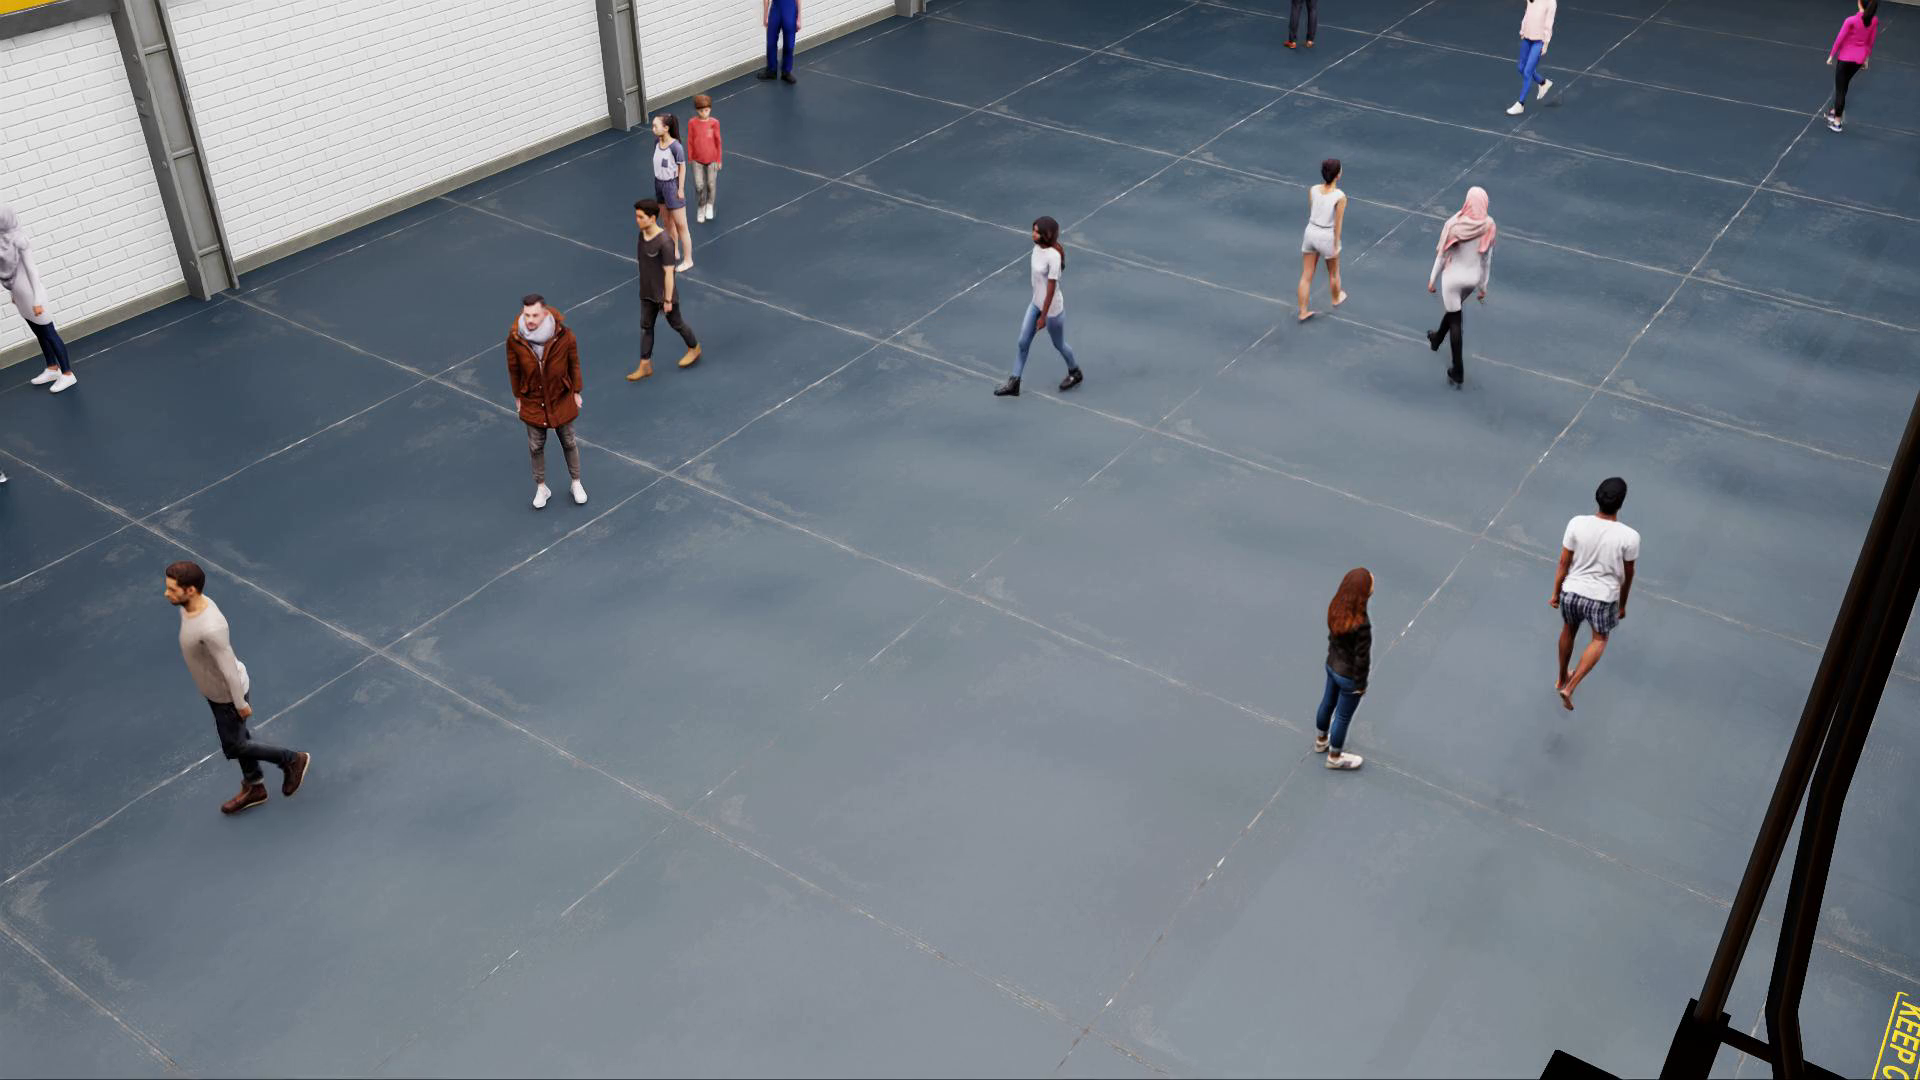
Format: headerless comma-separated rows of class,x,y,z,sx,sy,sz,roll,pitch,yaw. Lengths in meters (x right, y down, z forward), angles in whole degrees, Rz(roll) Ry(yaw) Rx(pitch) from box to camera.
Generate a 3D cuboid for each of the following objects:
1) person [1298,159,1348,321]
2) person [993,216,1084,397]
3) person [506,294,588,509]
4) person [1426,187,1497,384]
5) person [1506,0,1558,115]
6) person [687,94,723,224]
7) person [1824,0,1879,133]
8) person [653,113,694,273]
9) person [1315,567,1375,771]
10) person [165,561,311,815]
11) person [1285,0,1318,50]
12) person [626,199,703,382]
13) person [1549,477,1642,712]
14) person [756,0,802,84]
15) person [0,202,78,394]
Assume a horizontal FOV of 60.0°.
person,3.441,-2.866,16.050,0.576,1.592,0.906,23,40,31
person,0.838,-2.037,14.723,1.197,1.680,0.937,-16,37,-23
person,-3.270,-1.114,13.192,0.846,1.837,0.911,-7,34,-10
person,4.530,-2.262,15.000,1.127,1.747,1.232,-3,34,-5
person,7.344,-6.283,21.046,1.093,1.752,0.940,-15,36,-21
person,-2.802,-4.222,18.260,0.661,1.403,0.721,-4,34,-6
person,11.022,-5.875,20.491,0.837,1.686,0.904,-4,34,-5
person,-2.960,-3.579,17.071,0.568,1.649,0.631,-28,43,-35
person,2.456,0.811,10.616,0.681,1.484,0.646,-11,35,-16
person,-4.416,0.878,10.177,0.897,1.858,0.775,-24,41,-32
person,4.858,-7.841,23.325,0.787,1.824,0.810,-1,34,-2
person,-2.662,-2.296,15.113,0.724,1.680,1.078,28,43,35
person,4.160,0.396,11.025,0.626,1.721,0.836,21,39,29
person,-2.364,-6.935,21.970,0.896,1.815,0.843,8,34,12
person,-8.307,-2.187,14.861,0.604,1.777,0.515,22,39,30
